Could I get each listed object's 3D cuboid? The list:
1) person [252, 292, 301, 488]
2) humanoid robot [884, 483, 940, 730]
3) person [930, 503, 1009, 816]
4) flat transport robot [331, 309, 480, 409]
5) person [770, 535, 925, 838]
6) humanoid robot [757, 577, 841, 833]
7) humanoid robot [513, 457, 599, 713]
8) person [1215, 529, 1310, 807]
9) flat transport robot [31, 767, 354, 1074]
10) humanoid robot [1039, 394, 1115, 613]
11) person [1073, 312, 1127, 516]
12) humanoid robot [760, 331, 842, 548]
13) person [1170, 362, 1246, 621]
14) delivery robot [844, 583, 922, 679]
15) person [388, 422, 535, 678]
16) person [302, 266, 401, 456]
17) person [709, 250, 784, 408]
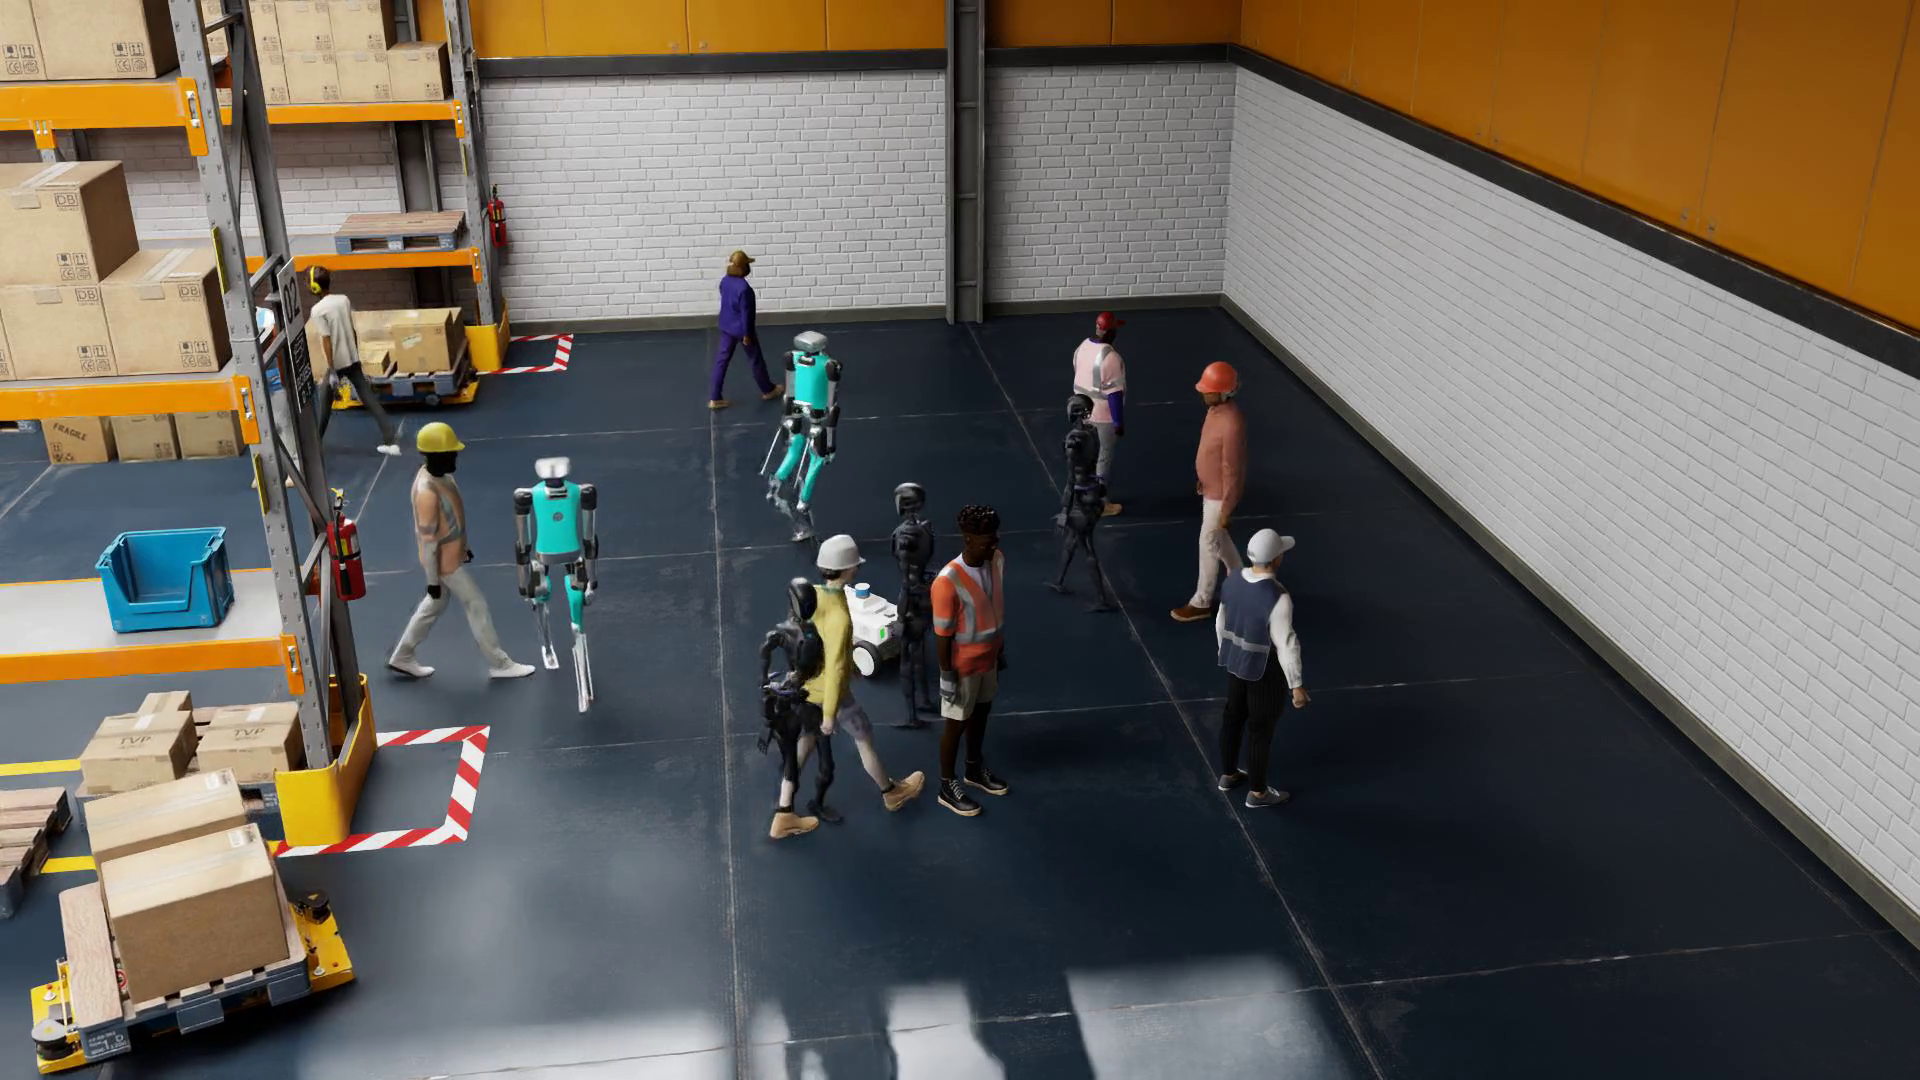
[{"bbox_3d":[-6.119,-1.347,14.526,0.629,1.839,0.430,-1,24,-3],"label":"person"},{"bbox_3d":[-0.309,0.415,10.704,0.346,1.653,0.609,5,24,11],"label":"humanoid robot"},{"bbox_3d":[0.072,0.687,9.739,0.375,1.958,0.604,16,28,32],"label":"person"},{"bbox_3d":[-5.657,-1.544,16.914,1.431,0.231,0.659,-3,24,-7],"label":"flat transport robot"},{"bbox_3d":[-0.692,0.826,9.577,1.007,1.828,0.480,-15,28,-31],"label":"person"},{"bbox_3d":[-0.904,0.937,9.513,0.595,1.637,0.380,-16,28,-31],"label":"humanoid robot"},{"bbox_3d":[-2.714,0.222,11.191,0.561,1.792,1.075,-9,25,-19],"label":"humanoid robot"},{"bbox_3d":[1.748,0.754,9.824,0.423,1.759,0.750,-14,27,-29],"label":"person"},{"bbox_3d":[-3.870,2.200,8.383,1.431,0.231,0.659,-13,27,-27],"label":"flat transport robot"},{"bbox_3d":[0.884,-0.279,12.303,0.674,1.635,0.601,10,26,23],"label":"humanoid robot"},{"bbox_3d":[1.188,-1.067,13.998,0.418,1.746,0.597,-13,27,-27],"label":"person"},{"bbox_3d":[-1.295,-0.724,13.250,0.553,1.814,0.672,14,27,29],"label":"humanoid robot"},{"bbox_3d":[1.900,-0.367,12.134,0.667,1.990,0.639,-1,24,-3],"label":"person"},{"bbox_3d":[-0.661,0.608,11.680,0.811,0.613,0.499,20,30,37],"label":"delivery robot"},{"bbox_3d":[-3.481,0.093,11.182,0.967,1.883,0.600,-5,24,-11],"label":"person"},{"bbox_3d":[-5.706,-1.621,15.194,1.065,1.791,0.578,8,25,18],"label":"person"},{"bbox_3d":[-2.195,-2.108,16.568,0.854,1.575,0.458,-22,32,-40],"label":"person"}]
